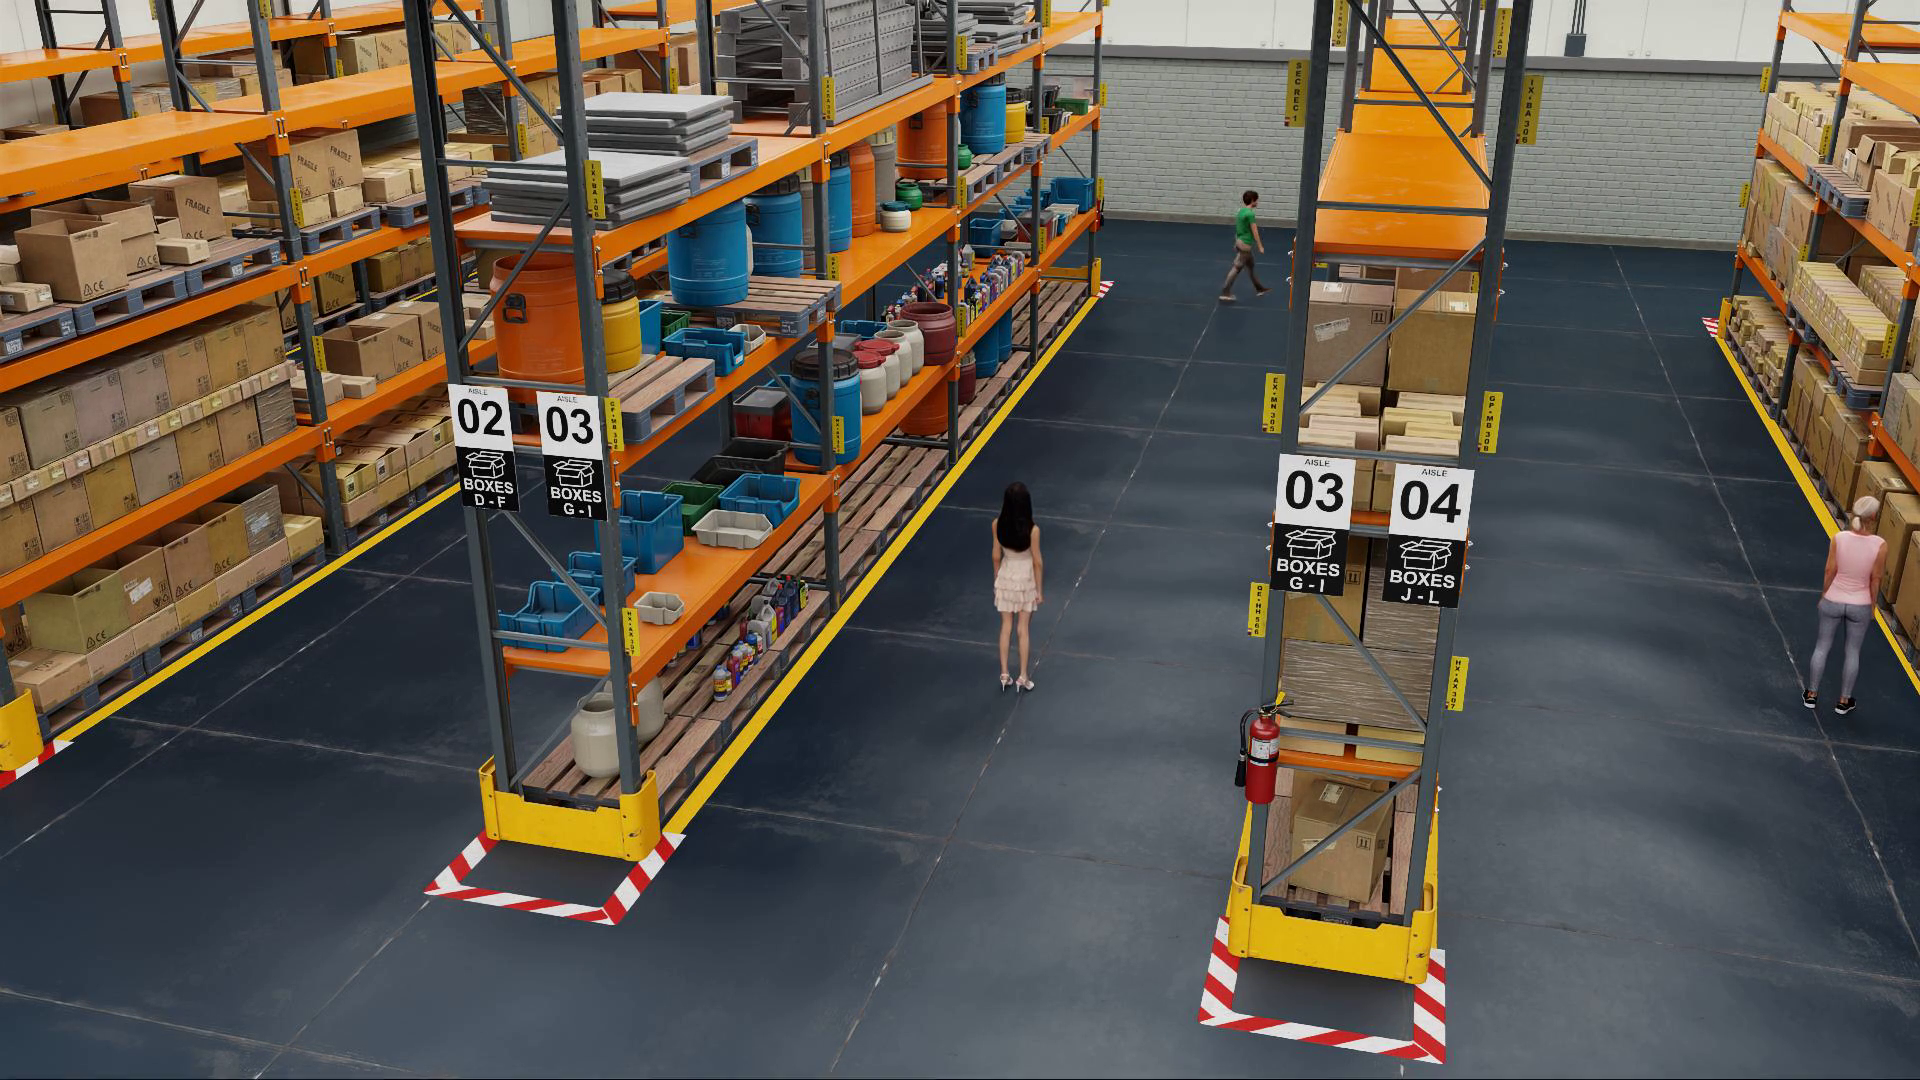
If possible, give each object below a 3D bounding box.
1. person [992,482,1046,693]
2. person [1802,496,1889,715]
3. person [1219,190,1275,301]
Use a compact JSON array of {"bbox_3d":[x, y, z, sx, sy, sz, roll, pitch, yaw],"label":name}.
[{"bbox_3d":[0.433,0.373,12.929,0.605,1.736,0.574,10,24,23],"label":"person"},{"bbox_3d":[6.751,0.489,12.663,0.609,1.723,0.589,13,26,29],"label":"person"},{"bbox_3d":[4.123,-4.310,24.553,0.930,1.604,1.114,-3,22,-7],"label":"person"}]
